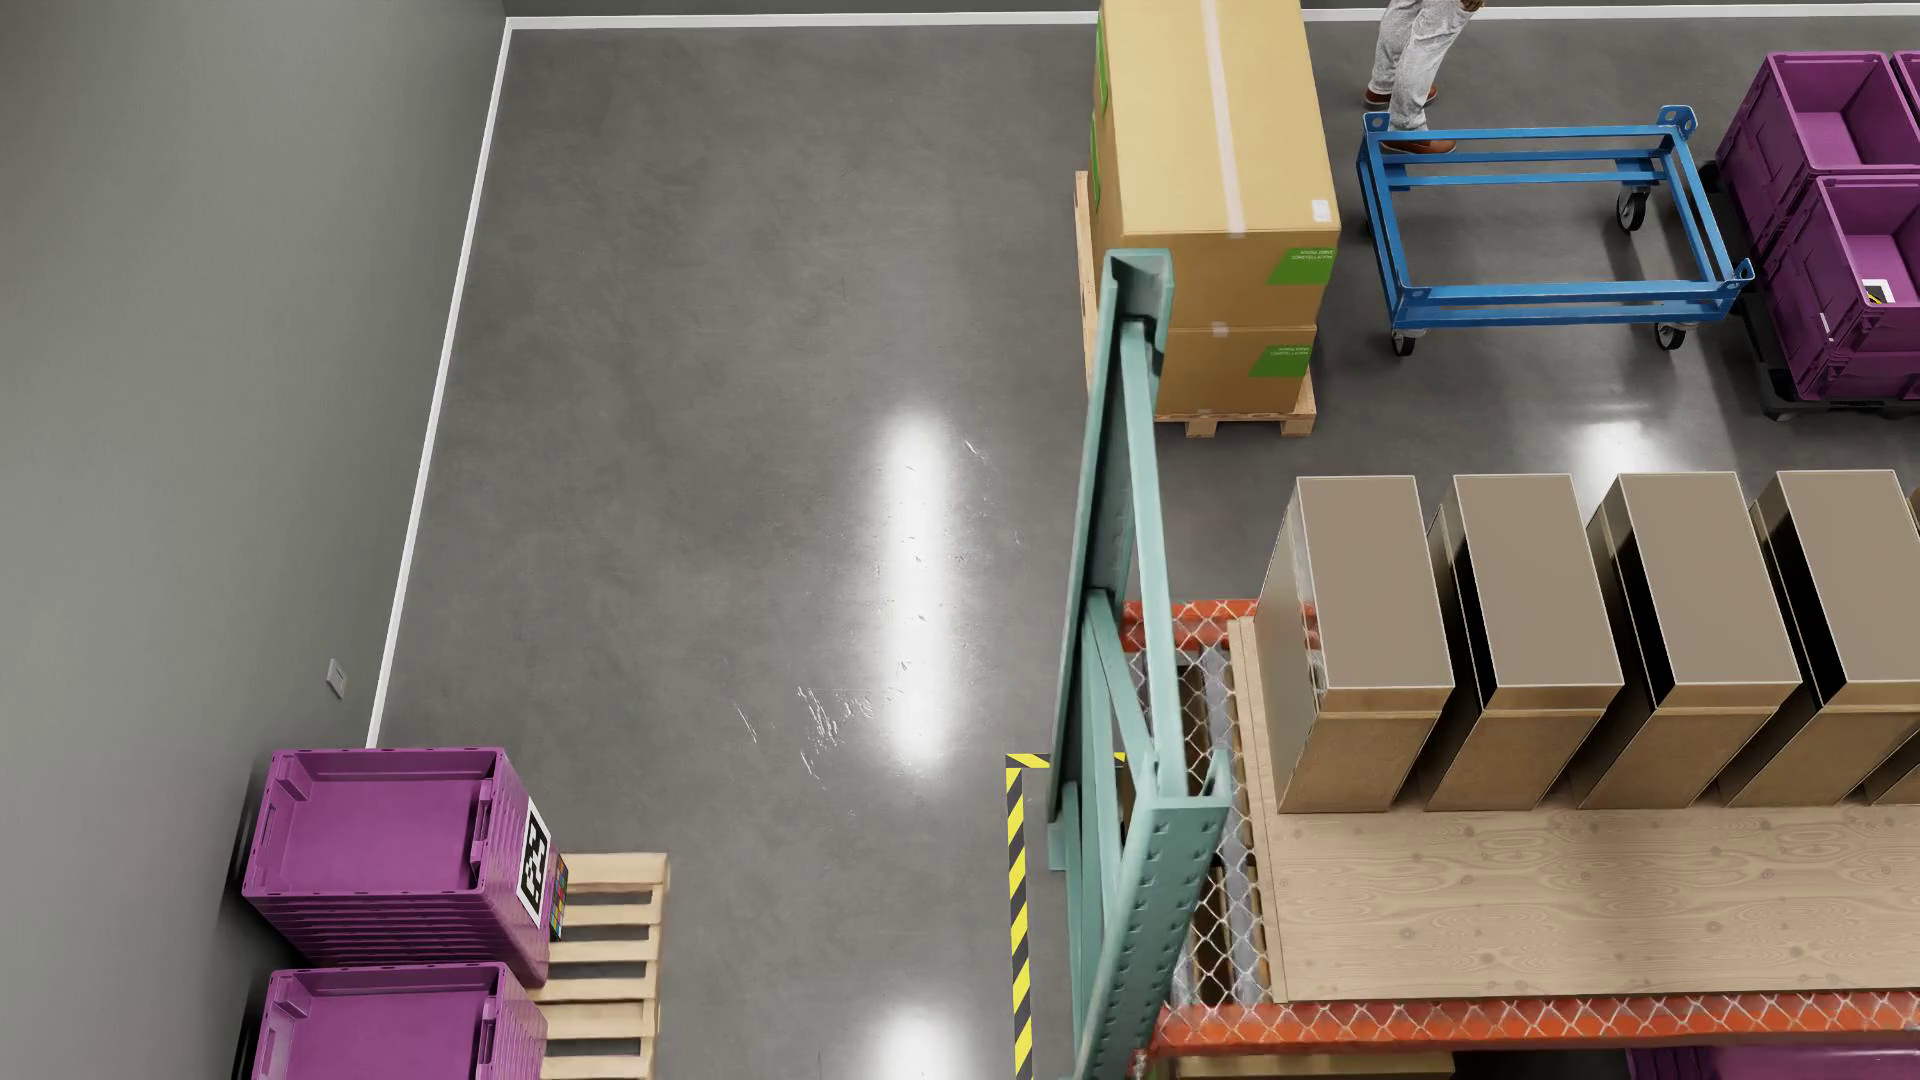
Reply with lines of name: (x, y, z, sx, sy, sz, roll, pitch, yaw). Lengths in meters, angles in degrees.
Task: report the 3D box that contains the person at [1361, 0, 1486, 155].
person: (1.832, -2.241, 6.077, 0.352, 1.937, 0.635, -3, 58, -2)
